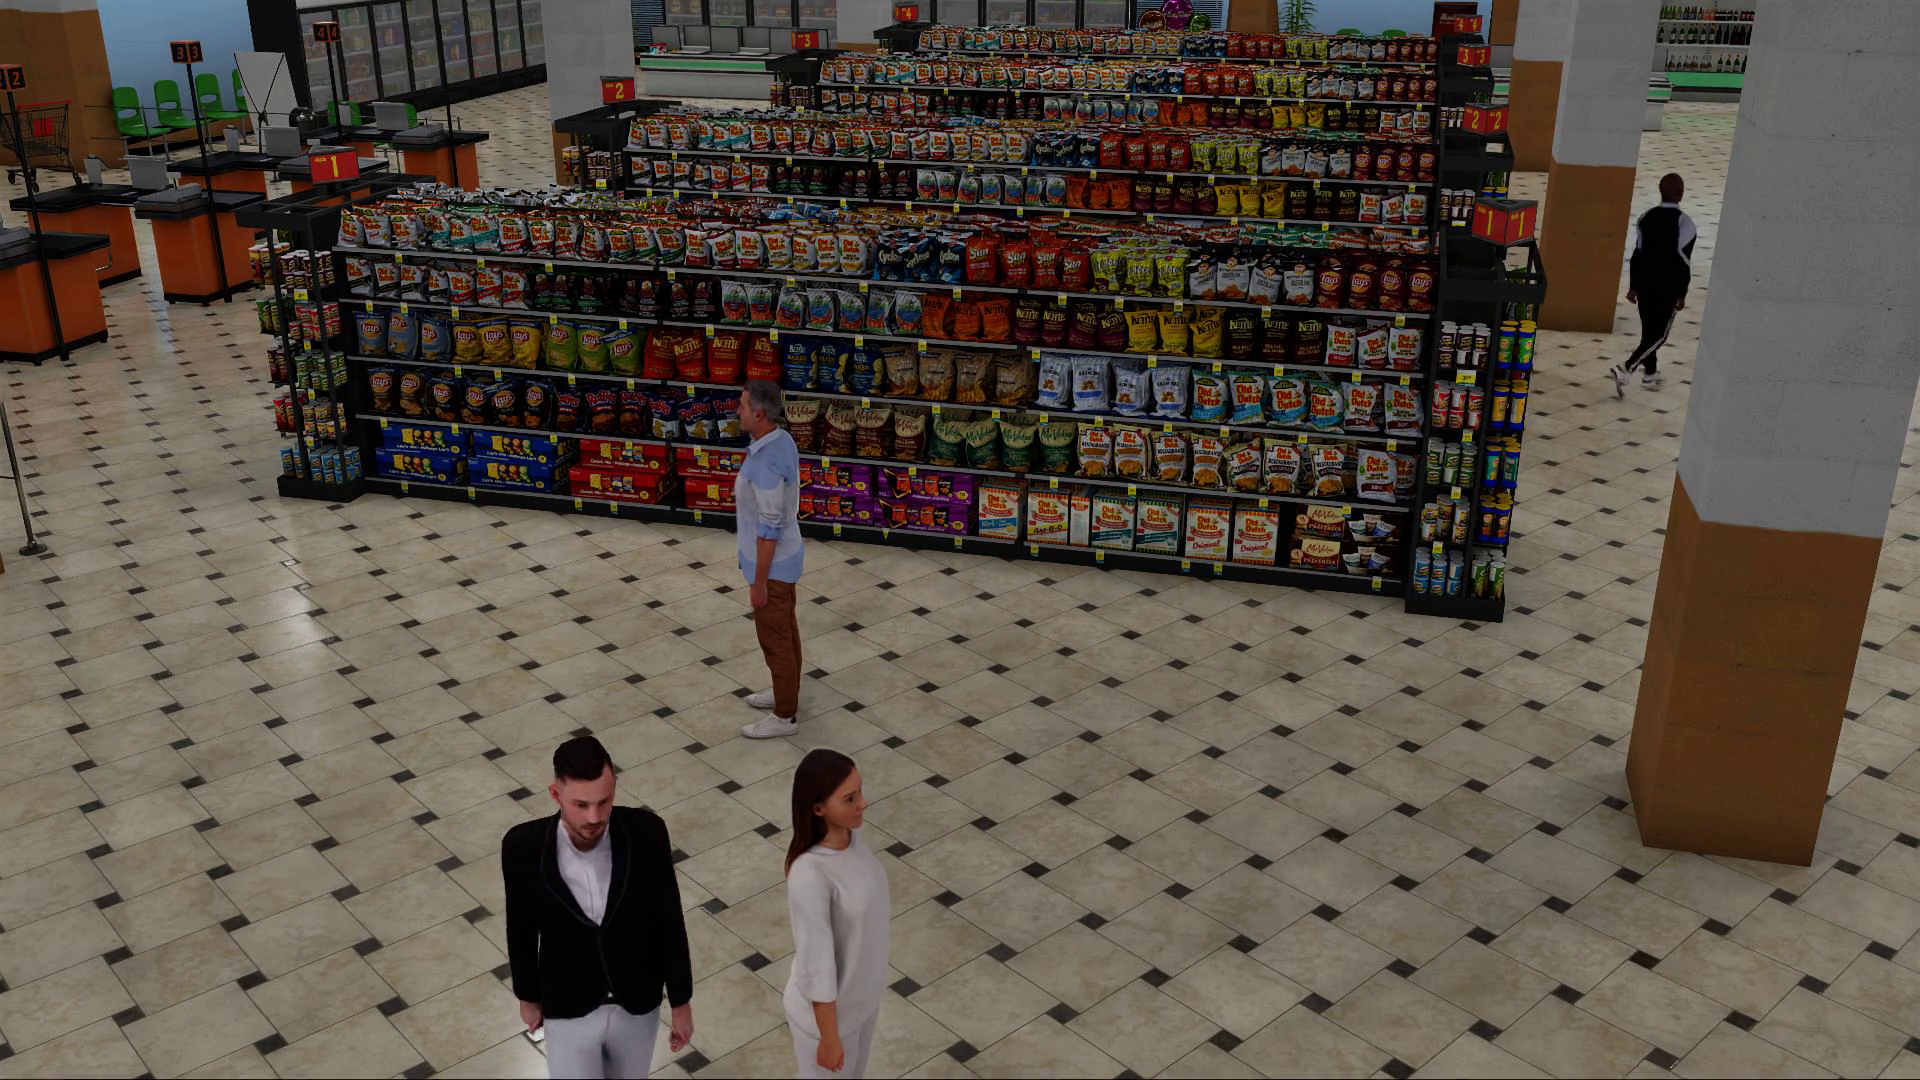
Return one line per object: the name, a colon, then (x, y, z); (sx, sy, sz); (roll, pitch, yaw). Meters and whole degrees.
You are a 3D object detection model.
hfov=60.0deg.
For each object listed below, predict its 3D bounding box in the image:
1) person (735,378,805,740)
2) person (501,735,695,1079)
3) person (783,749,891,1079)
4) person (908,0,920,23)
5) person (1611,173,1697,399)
person: (-0.927, 0.082, 8.212); (0.678, 1.828, 0.742); (0, 22, -1)
person: (-1.089, 1.353, 5.057); (0.760, 1.822, 0.851); (-7, 23, -16)
person: (-0.386, 1.398, 5.124); (0.538, 1.689, 0.604); (5, 22, 11)
person: (-1.021, -9.571, 32.432); (1.149, 1.682, 0.652); (7, 23, 16)
person: (5.638, -2.055, 13.573); (1.148, 1.796, 1.101); (-13, 25, -30)
